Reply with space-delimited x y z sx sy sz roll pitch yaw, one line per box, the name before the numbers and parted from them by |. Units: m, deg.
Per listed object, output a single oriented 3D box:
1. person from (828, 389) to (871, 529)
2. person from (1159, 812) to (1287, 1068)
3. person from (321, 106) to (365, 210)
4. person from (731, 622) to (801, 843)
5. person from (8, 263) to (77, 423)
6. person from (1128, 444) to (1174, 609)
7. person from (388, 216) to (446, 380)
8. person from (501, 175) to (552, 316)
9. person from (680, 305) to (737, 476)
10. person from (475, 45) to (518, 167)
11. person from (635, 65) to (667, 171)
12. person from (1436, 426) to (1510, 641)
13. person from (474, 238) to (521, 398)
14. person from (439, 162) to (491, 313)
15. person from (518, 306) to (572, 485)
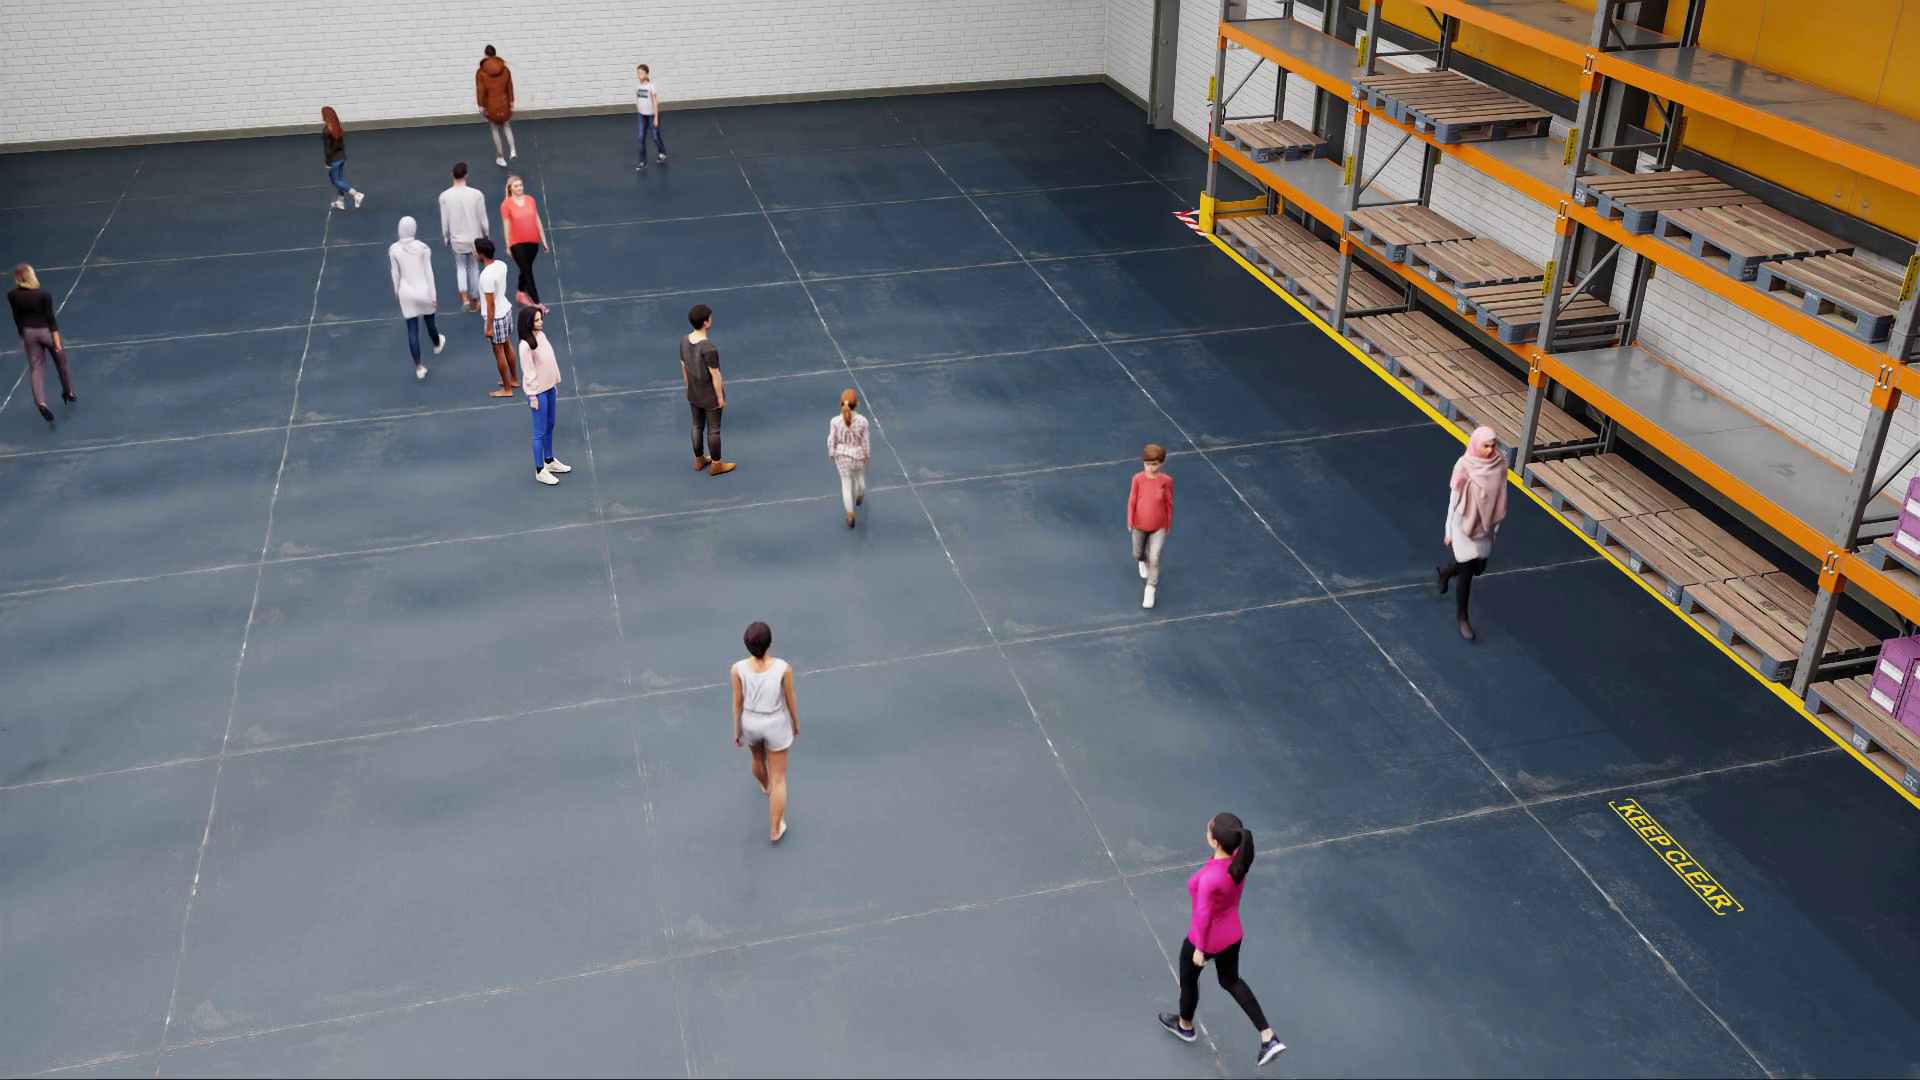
person | -1.003 -0.727 15.176 0.629 1.283 0.890 -3 29 -5
person | 1.498 2.267 9.279 1.120 1.673 0.927 24 37 37
person | -8.768 -5.378 23.506 0.802 1.470 0.834 4 29 7
person | -1.301 1.302 11.162 0.789 1.565 1.059 1 29 3
person | -9.486 -1.992 17.131 0.671 1.631 1.063 -5 29 -8
person | 1.610 -0.175 14.040 0.761 1.401 0.938 6 29 10
person | -5.952 -2.606 18.147 0.770 1.736 1.168 -2 29 -4
person | -5.271 -3.542 19.960 0.965 1.644 1.210 -24 37 -37
person | -2.471 -1.452 16.053 0.686 1.717 0.771 20 34 32
person | -7.042 -6.603 25.381 0.812 1.826 0.828 -18 33 -29
person | -4.749 -6.511 25.529 0.911 1.524 1.099 9 30 16
person | 4.118 -0.108 13.518 0.657 1.784 1.008 -5 29 -10
person | -4.939 -2.389 17.757 0.757 1.729 0.604 4 29 6
person | -5.880 -3.568 19.827 0.715 1.817 0.706 -6 29 -11
person | -4.017 -1.412 15.925 0.791 1.768 0.656 6 29 12
